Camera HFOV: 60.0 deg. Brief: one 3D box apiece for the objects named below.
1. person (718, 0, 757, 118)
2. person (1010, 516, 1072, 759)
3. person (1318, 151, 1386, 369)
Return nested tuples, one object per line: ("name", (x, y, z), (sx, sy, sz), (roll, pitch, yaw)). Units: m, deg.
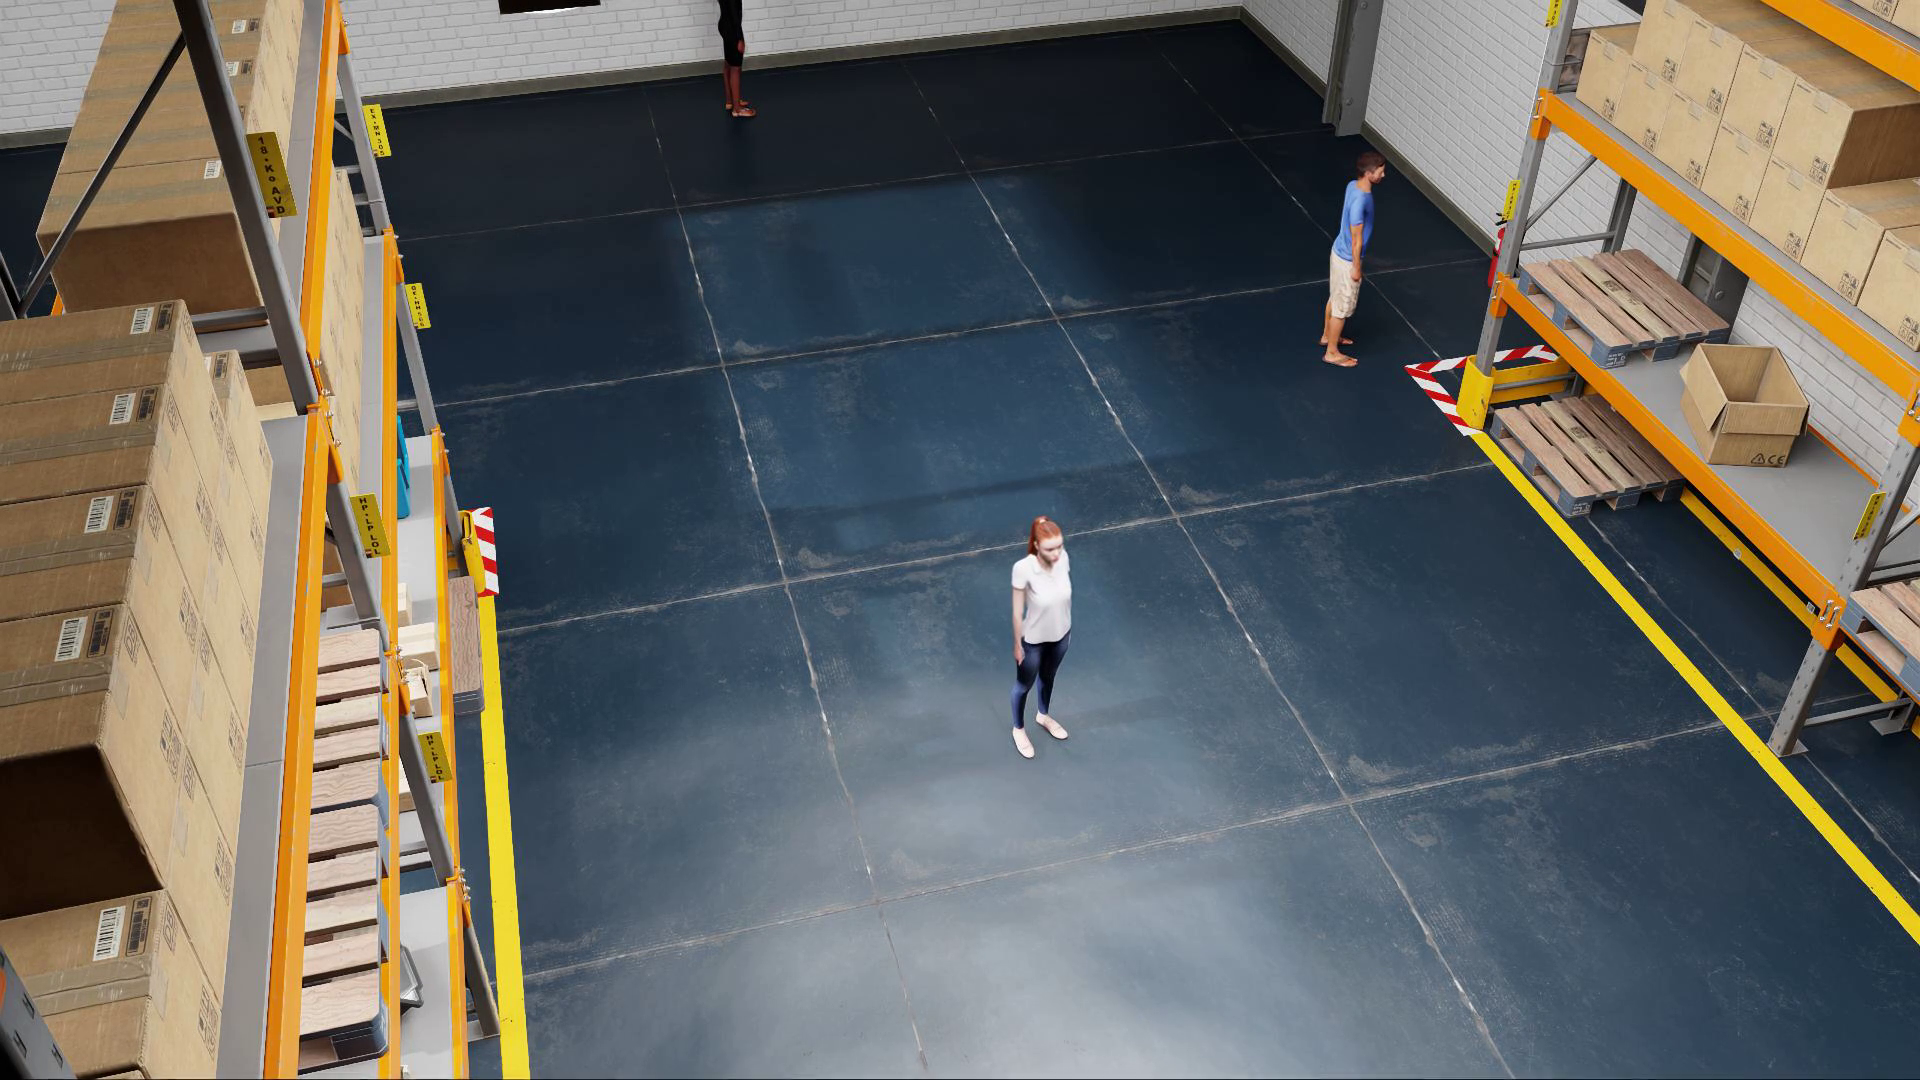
("person", (-2.434, -5.400, 17.767), (0.688, 1.719, 0.468), (-13, 40, -15))
("person", (0.496, 0.576, 10.267), (0.626, 1.739, 0.628), (-23, 44, -26))
("person", (3.240, -2.364, 13.849), (0.787, 1.864, 0.637), (4, 39, 5))
